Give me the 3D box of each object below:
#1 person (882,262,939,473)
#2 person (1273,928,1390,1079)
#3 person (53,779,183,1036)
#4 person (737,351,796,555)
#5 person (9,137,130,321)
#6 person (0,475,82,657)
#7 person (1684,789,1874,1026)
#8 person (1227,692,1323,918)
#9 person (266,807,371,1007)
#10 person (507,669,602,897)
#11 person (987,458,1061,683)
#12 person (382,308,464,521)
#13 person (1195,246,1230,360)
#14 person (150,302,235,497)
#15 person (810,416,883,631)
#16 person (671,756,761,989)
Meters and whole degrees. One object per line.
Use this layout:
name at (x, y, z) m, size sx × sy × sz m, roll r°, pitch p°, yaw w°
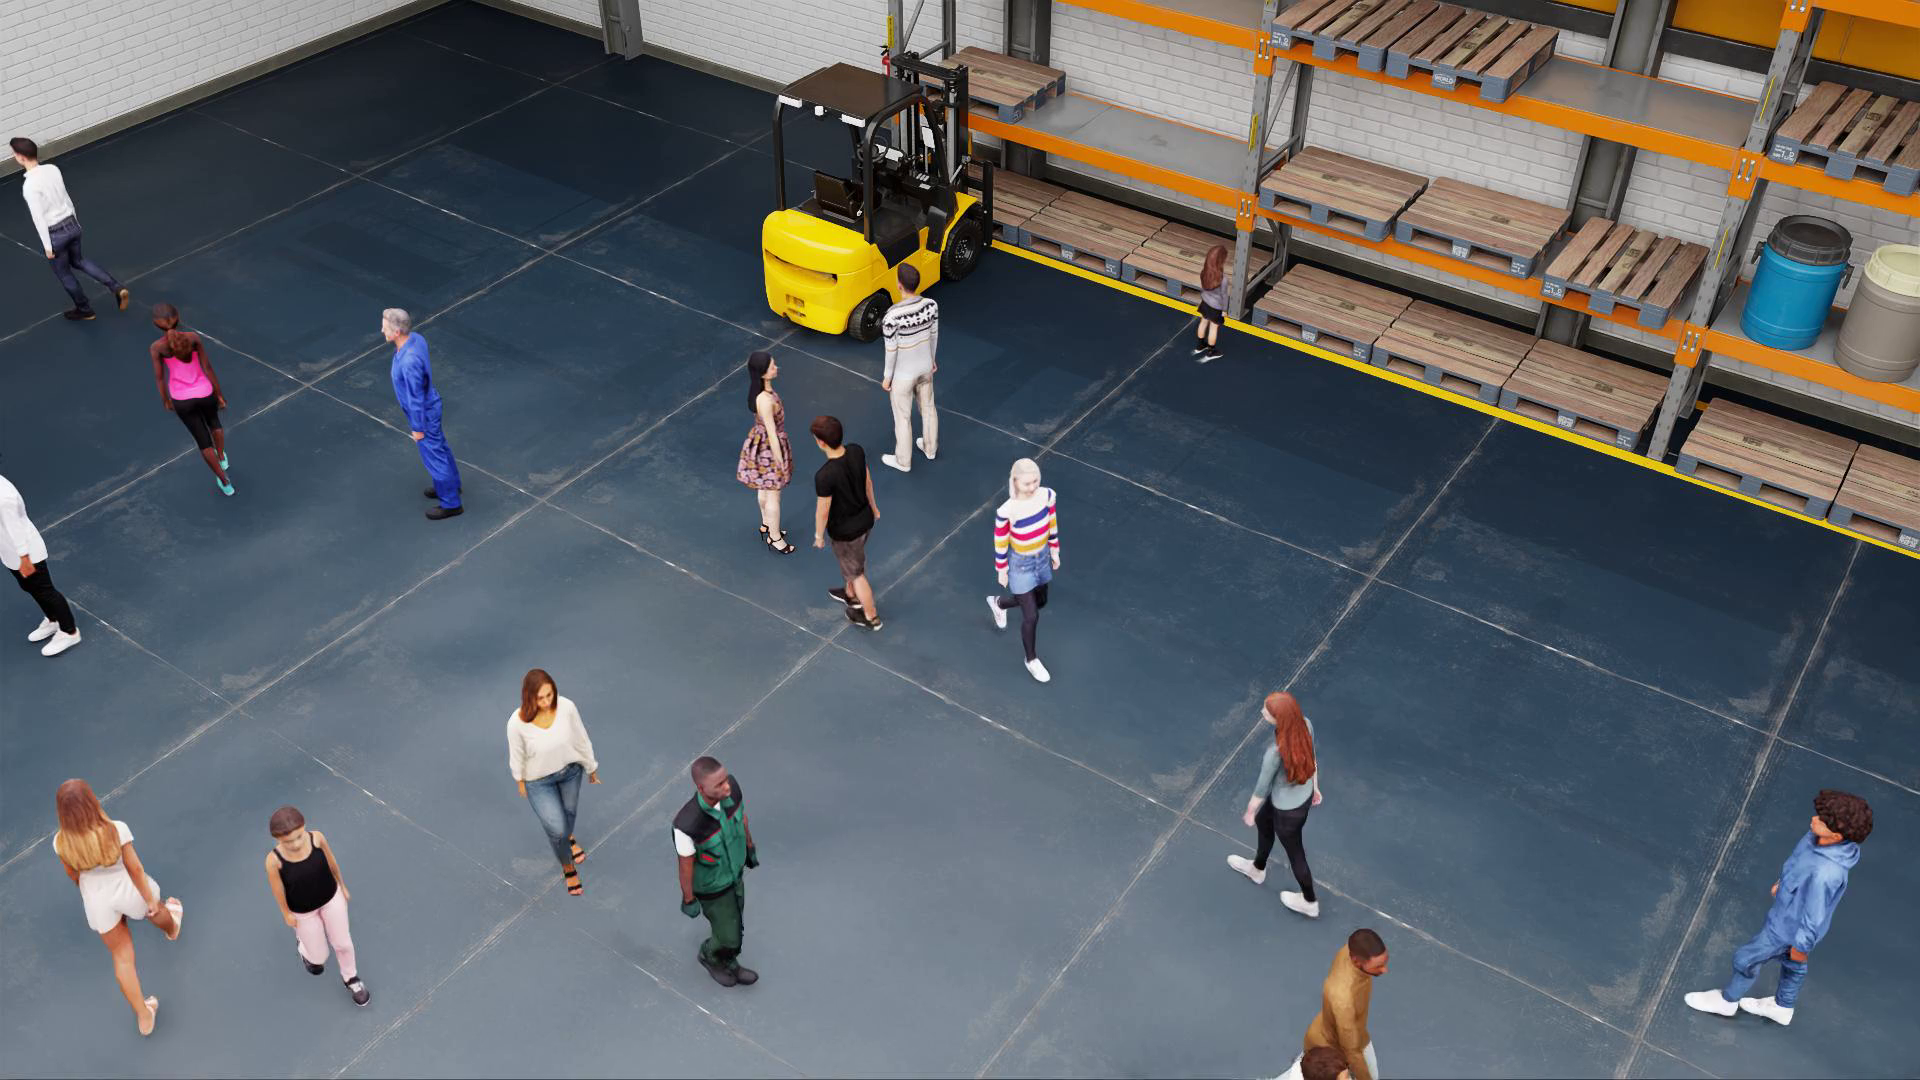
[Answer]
person at (-0.395, -1.400, 13.526) m, size 0.741 × 1.861 × 0.673 m, roll -27°, pitch 46°, yaw -29°
person at (1.843, 2.599, 8.604) m, size 1.217 × 1.755 × 0.694 m, roll 17°, pitch 42°, yaw 21°
person at (-4.737, 2.085, 9.339) m, size 1.042 × 1.641 × 1.176 m, roll -10°, pitch 40°, yaw -13°
person at (-1.448, -0.670, 12.682) m, size 0.864 × 1.773 × 0.792 m, roll -11°, pitch 40°, yaw -14°
person at (-8.195, -2.817, 15.312) m, size 1.059 × 1.847 × 0.881 m, roll 7°, pitch 39°, yaw 9°
person at (-6.667, 0.030, 11.779) m, size 0.485 × 1.807 × 0.674 m, roll 25°, pitch 45°, yaw 28°
person at (4.719, 2.102, 9.195) m, size 0.825 × 1.793 × 0.731 m, roll 20°, pitch 43°, yaw 23°
person at (2.022, 1.607, 9.892) m, size 0.874 × 1.698 × 0.600 m, roll 31°, pitch 48°, yaw 33°
person at (-3.702, 2.027, 9.484) m, size 0.626 × 1.549 × 0.829 m, roll -29°, pitch 47°, yaw -31°
person at (-2.528, 1.376, 10.206) m, size 0.771 × 1.666 × 0.841 m, roll -23°, pitch 44°, yaw -26°
person at (0.433, 0.130, 11.667) m, size 0.844 × 1.790 × 1.084 m, roll -25°, pitch 45°, yaw -28°
person at (-4.204, -1.011, 13.068) m, size 0.836 × 1.825 × 0.753 m, roll -9°, pitch 39°, yaw -11°
person at (2.298, -2.177, 15.103) m, size 0.587 × 1.107 × 0.467 m, roll -23°, pitch 44°, yaw -26°
person at (-6.079, -1.083, 13.256) m, size 0.758 × 1.703 × 0.924 m, roll -24°, pitch 44°, yaw -27°
person at (-0.720, -0.069, 11.882) m, size 0.795 × 1.833 × 0.740 m, roll 25°, pitch 45°, yaw 28°
person at (-1.449, 1.874, 9.450) m, size 0.690 × 1.832 × 0.743 m, roll 18°, pitch 42°, yaw 21°
